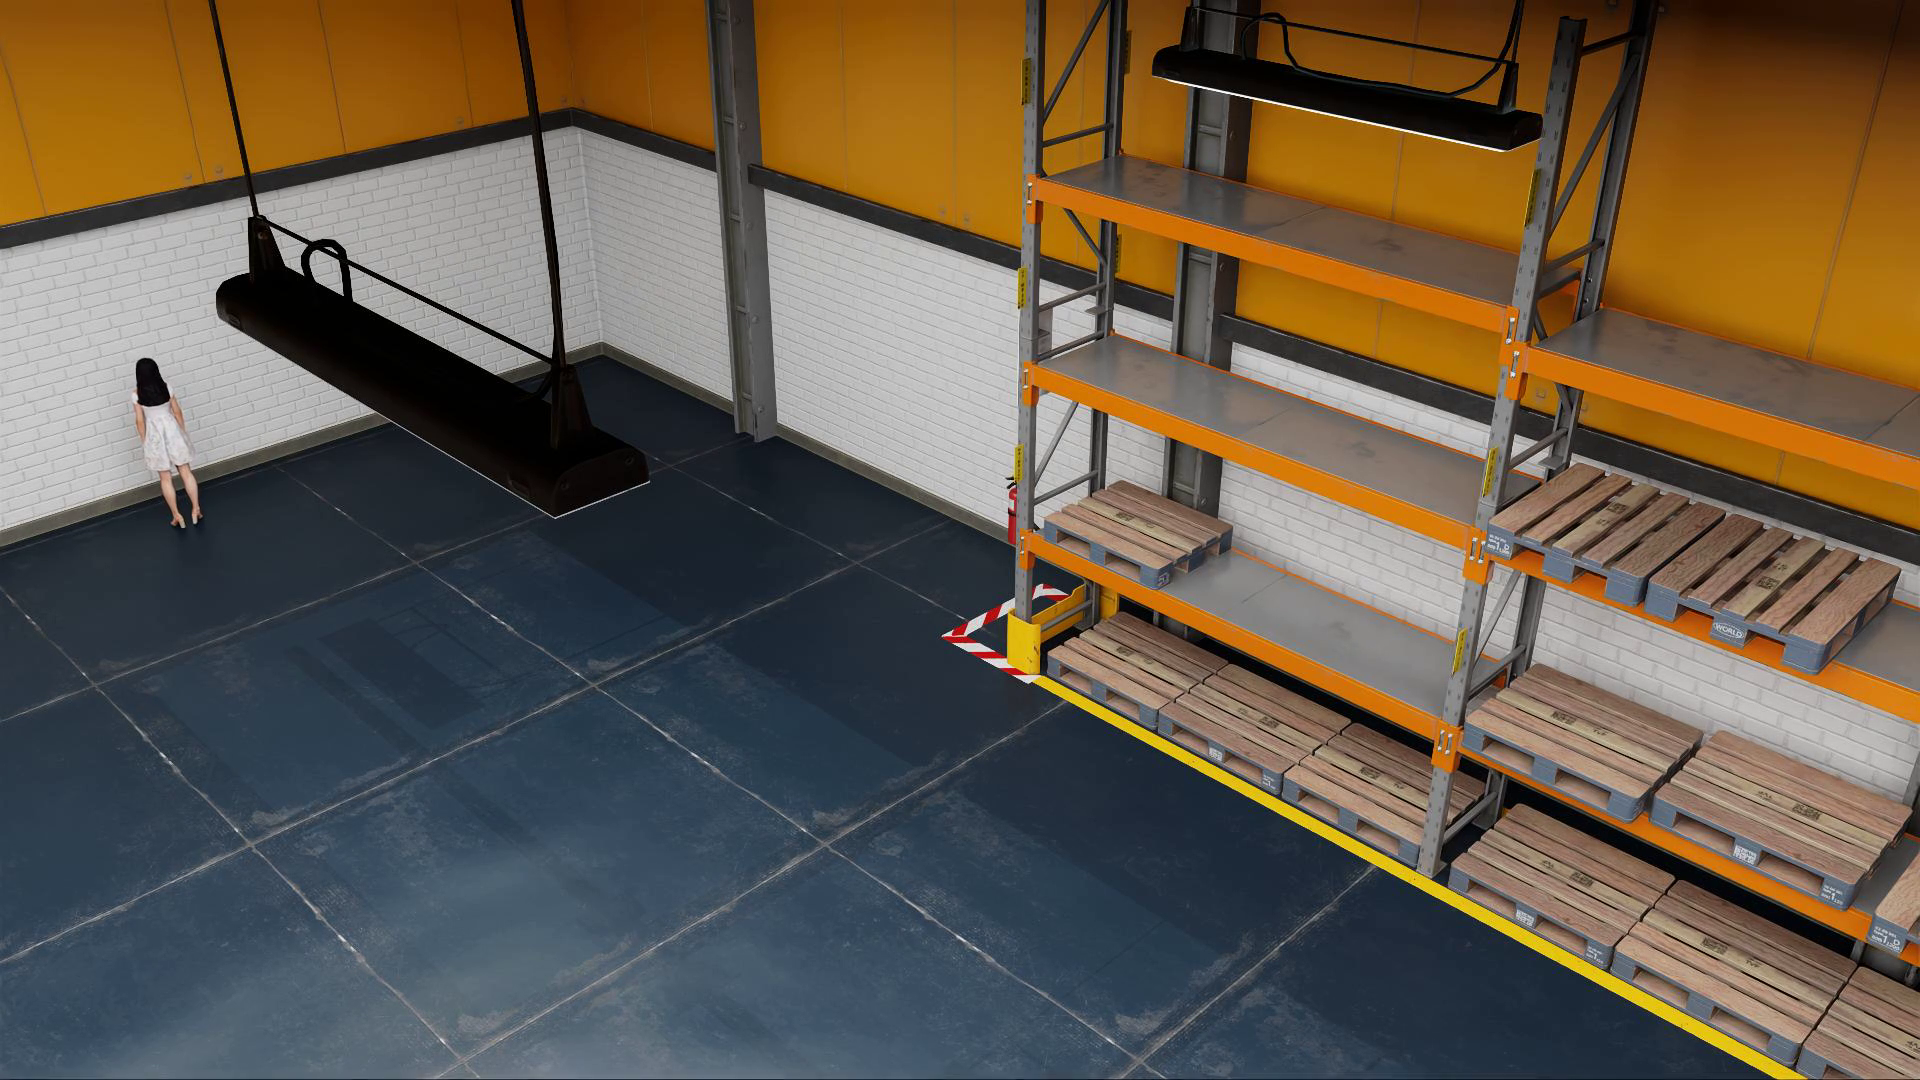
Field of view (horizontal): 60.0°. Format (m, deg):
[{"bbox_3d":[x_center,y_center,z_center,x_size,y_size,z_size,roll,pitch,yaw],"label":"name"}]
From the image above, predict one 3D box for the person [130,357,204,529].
[{"bbox_3d":[-7.786,-0.957,16.298,0.699,1.774,0.694,-18,33,-29],"label":"person"}]
